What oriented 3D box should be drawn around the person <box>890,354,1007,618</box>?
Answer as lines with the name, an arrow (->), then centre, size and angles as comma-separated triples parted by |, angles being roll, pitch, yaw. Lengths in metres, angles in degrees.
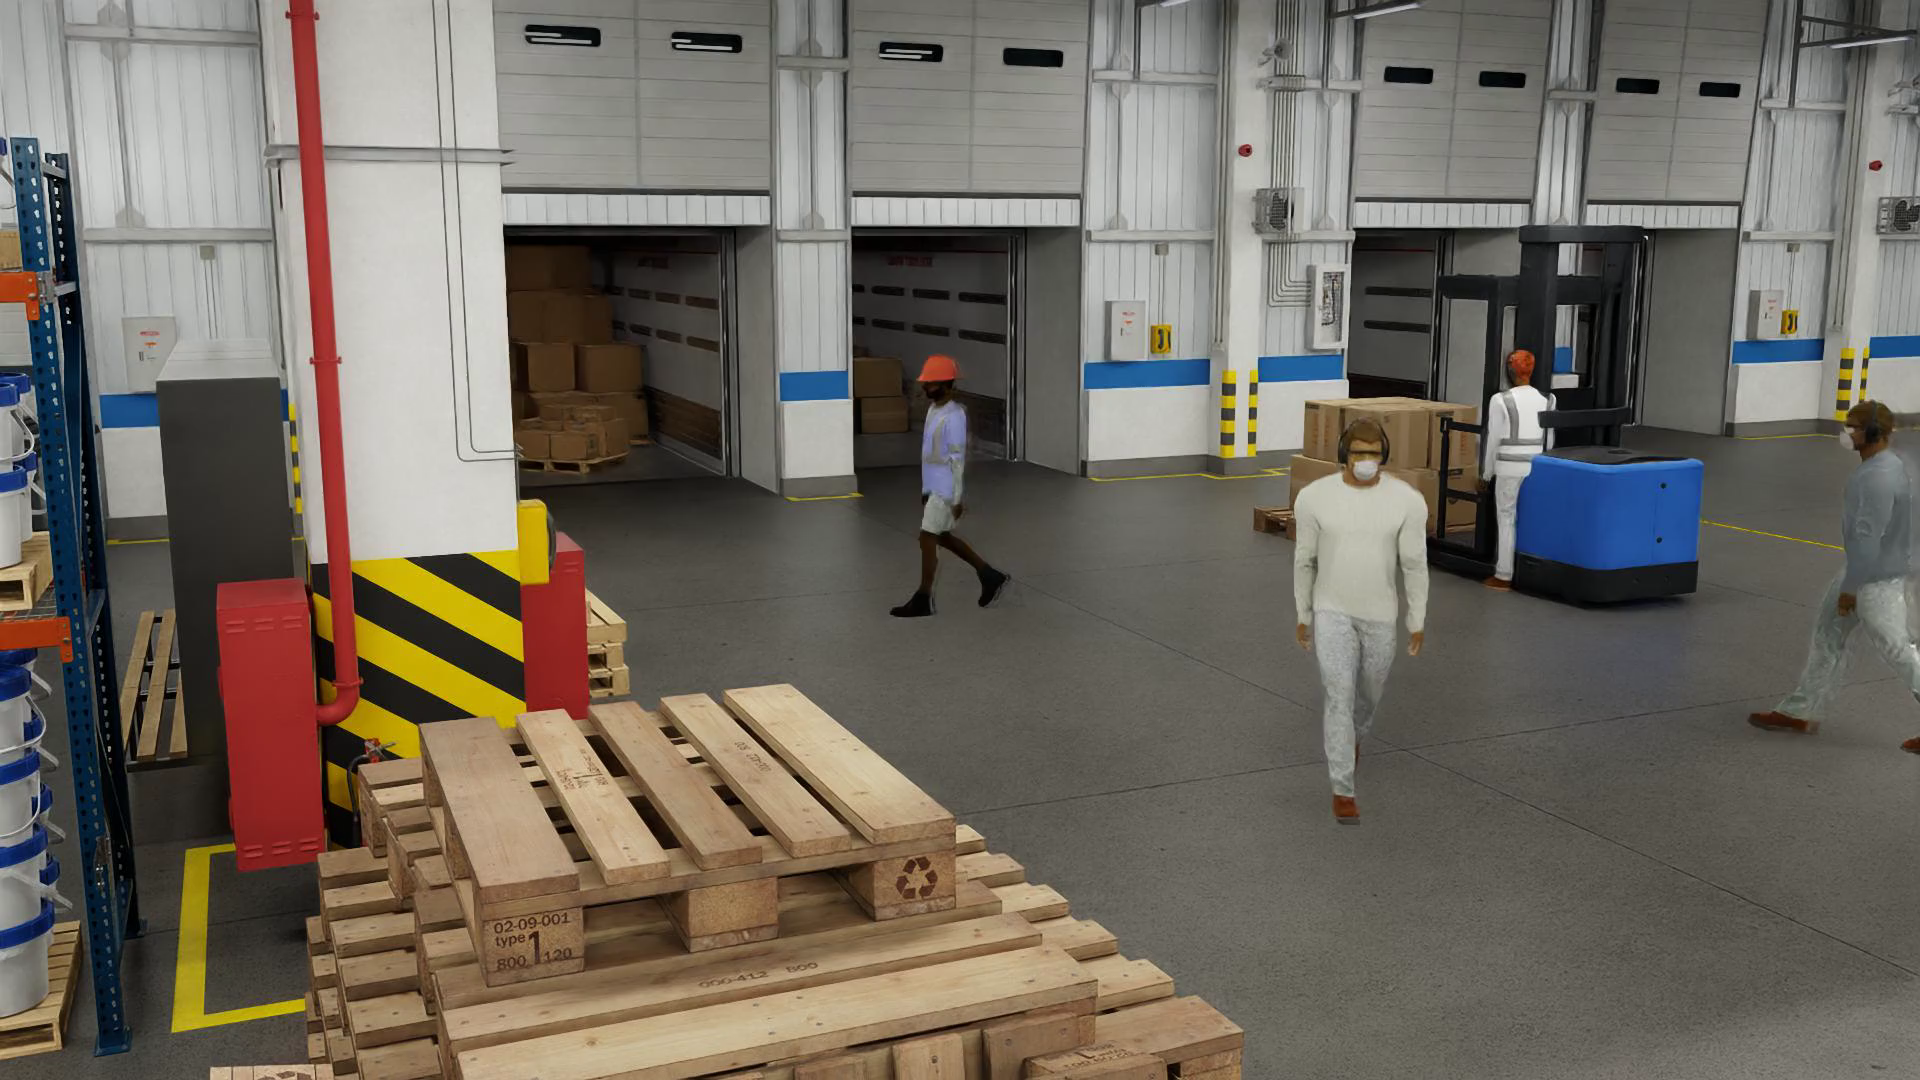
person -> -0.072, -0.394, 12.028 | 0.840, 1.914, 0.554 | -3, 11, -15

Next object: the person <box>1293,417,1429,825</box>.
person -> 1.927, 0.334, 8.079 | 0.636, 1.904, 0.968 | 2, 10, 9

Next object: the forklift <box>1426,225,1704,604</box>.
forklift -> 4.755, -1.046, 12.953 | 1.129, 2.768, 1.873 | -4, 11, -23

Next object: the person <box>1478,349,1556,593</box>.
person -> 4.303, -0.528, 12.854 | 0.579, 1.881, 0.362 | -4, 11, -20

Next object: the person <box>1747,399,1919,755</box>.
person -> 4.905, 0.194, 8.887 | 1.048, 1.890, 0.649 | 5, 11, 25
